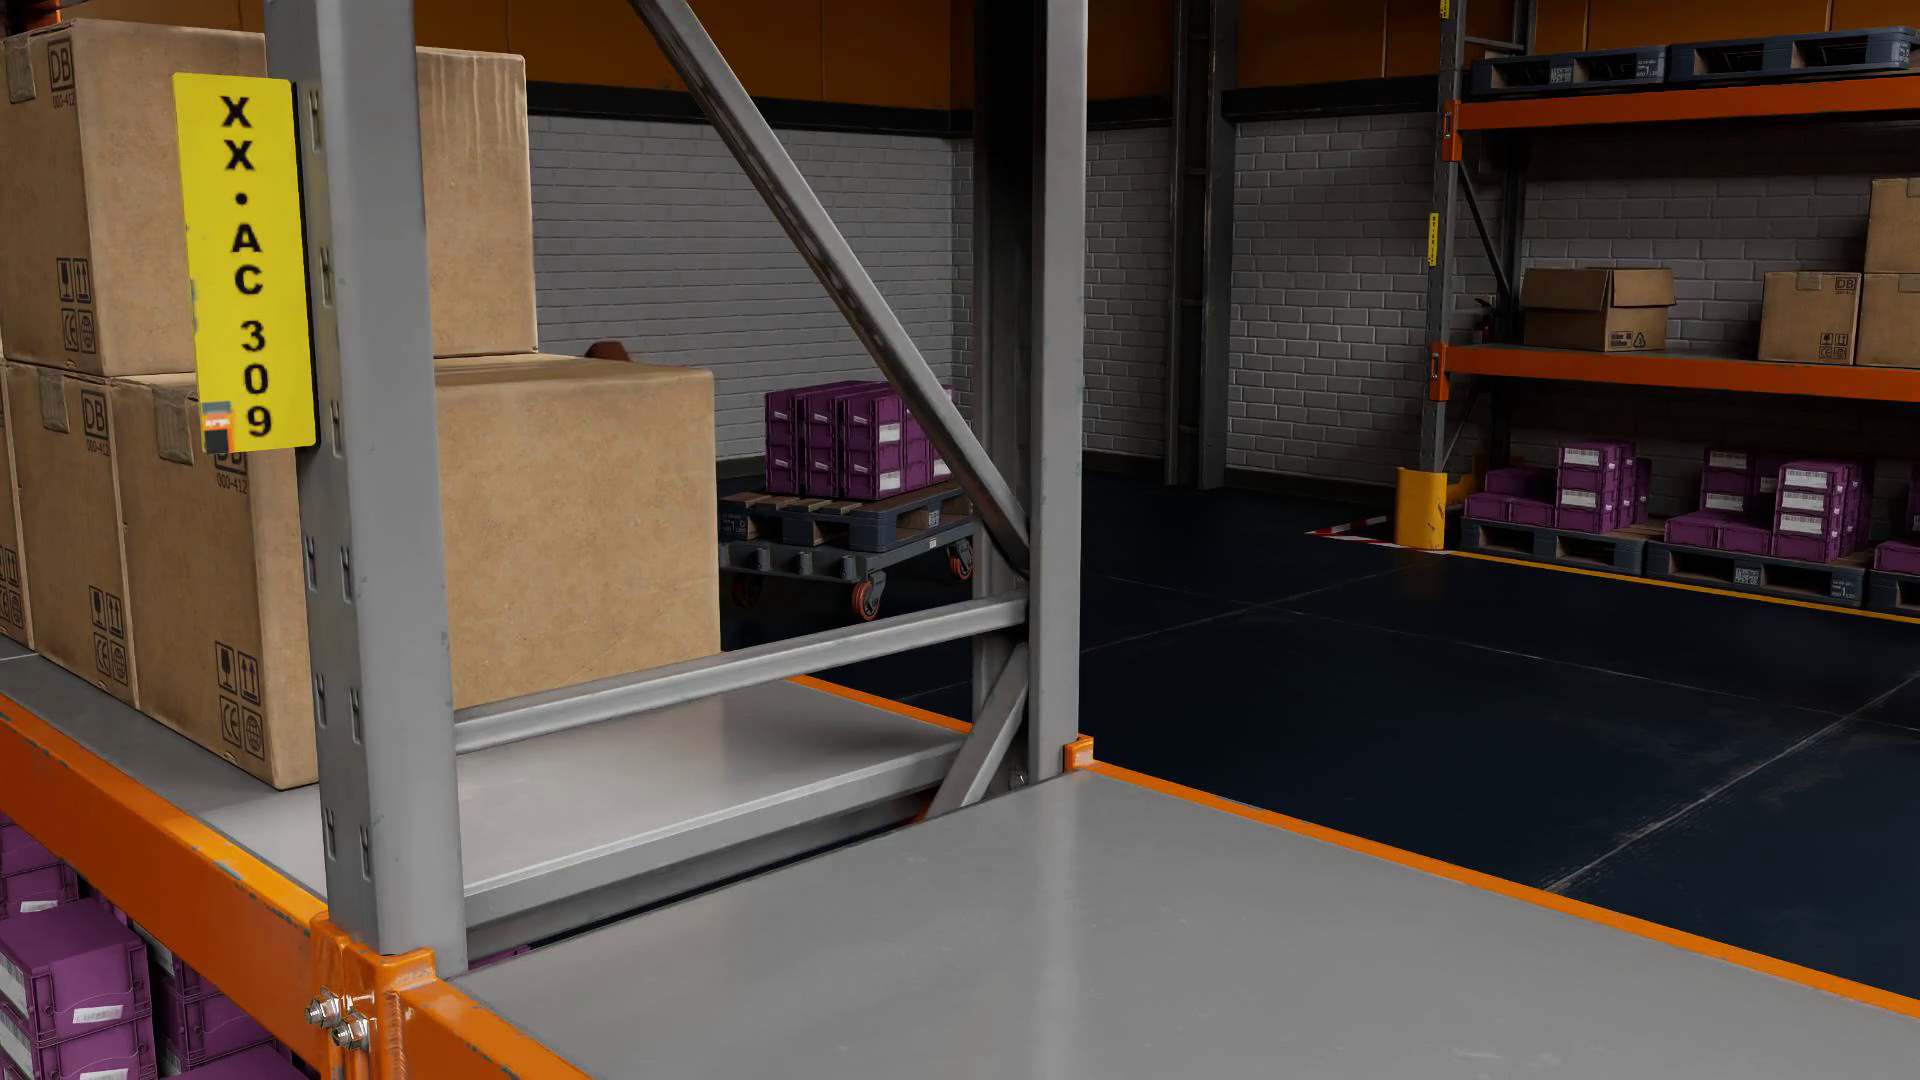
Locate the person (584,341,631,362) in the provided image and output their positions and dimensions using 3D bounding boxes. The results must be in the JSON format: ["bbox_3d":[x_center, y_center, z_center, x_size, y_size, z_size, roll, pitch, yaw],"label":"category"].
[{"bbox_3d":[-1.369,0.009,6.714,0.383,1.595,0.656,0,10,-2],"label":"person"}]
